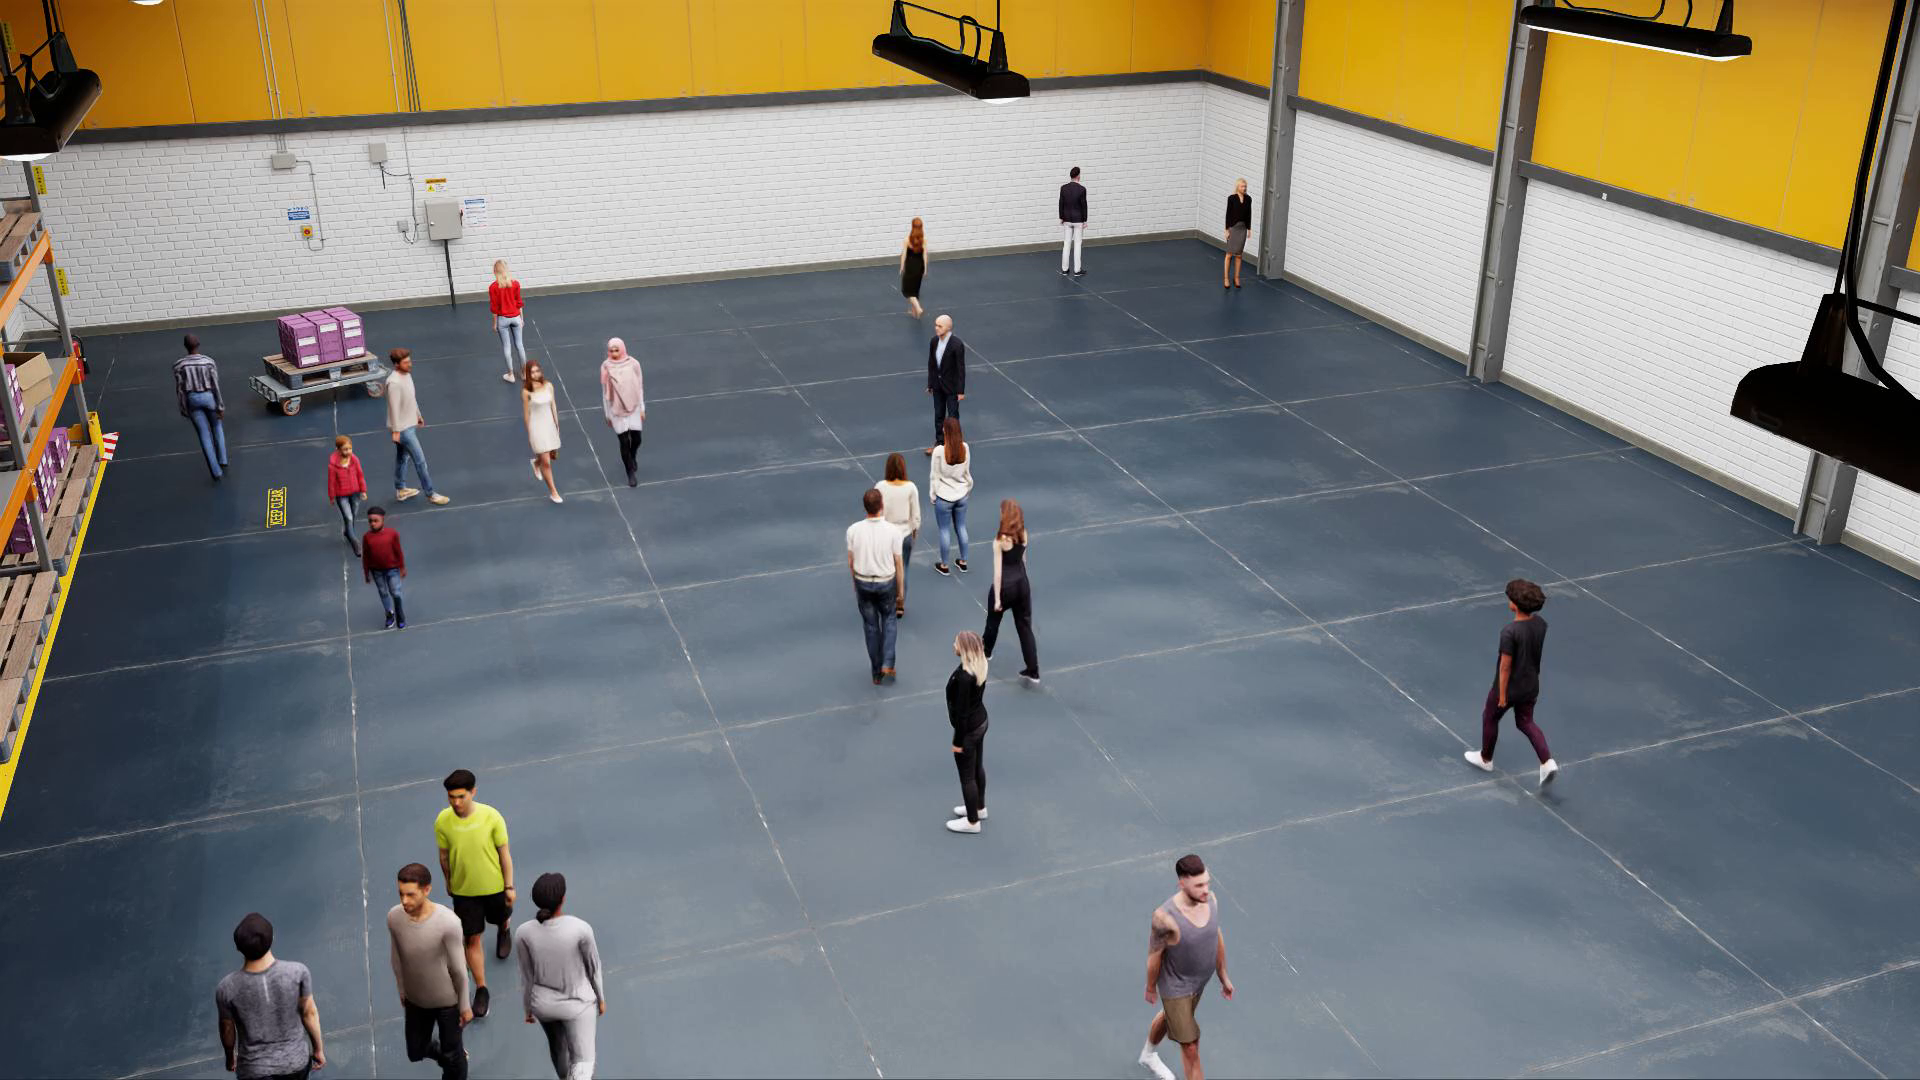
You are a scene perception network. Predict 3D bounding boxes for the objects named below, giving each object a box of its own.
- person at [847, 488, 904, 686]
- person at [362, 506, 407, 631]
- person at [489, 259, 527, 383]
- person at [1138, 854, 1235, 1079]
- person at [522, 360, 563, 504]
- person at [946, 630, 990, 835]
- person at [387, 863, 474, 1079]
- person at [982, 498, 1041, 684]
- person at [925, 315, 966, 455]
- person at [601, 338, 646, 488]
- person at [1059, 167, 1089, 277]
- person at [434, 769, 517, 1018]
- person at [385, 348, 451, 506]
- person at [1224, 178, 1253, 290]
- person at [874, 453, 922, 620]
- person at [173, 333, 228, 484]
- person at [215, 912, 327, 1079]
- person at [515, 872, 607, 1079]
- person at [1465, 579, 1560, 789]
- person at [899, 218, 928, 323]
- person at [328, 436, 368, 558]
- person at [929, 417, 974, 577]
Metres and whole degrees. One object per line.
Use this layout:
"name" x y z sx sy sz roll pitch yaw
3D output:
"person" -0.772 0.466 14.876 0.769 1.835 0.800 1 24 2
"person" -5.569 0.236 16.134 0.574 1.248 0.597 -3 24 -7
"person" -6.265 -3.044 23.068 0.661 1.706 0.582 -15 28 -31
"person" 1.302 2.639 10.137 0.885 1.799 1.220 -18 29 -35
"person" -4.821 -1.269 19.029 0.760 1.687 1.033 -19 30 -37
"person" 0.093 1.466 12.779 0.758 1.682 0.668 7 25 16
"person" -3.063 2.650 9.854 0.833 1.855 0.916 4 24 8
"person" 0.522 0.490 14.993 0.840 1.698 1.221 -17 29 -33
"person" -0.164 -1.883 20.296 0.712 1.797 0.835 17 29 34
"person" -3.940 -1.519 19.470 0.640 1.793 0.757 -7 25 -16
"person" 1.929 -5.448 28.398 0.714 1.841 0.784 12 26 25
"person" -3.180 2.225 11.055 0.748 1.672 1.146 -4 24 -9
"person" -6.358 -1.269 18.809 0.954 1.865 0.925 -5 24 -11
"person" 4.577 -5.082 27.560 0.618 1.841 0.564 -6 24 -13
"person" -0.642 -0.004 16.163 0.746 1.665 0.711 -1 24 -1
"person" -8.855 -1.511 19.478 0.701 1.772 0.895 -13 27 -27
"person" -3.783 2.943 9.195 0.799 1.845 1.214 -13 27 -27
"person" -2.344 2.774 9.748 0.941 1.713 1.173 2 24 6
"person" 4.535 1.170 13.365 0.710 1.756 1.071 -12 26 -26
"person" -0.698 -4.163 25.754 0.707 1.605 0.984 -13 27 -27
"person" -6.574 -0.503 17.788 0.754 1.278 0.983 -20 30 -38
"person" -0.089 -0.455 17.161 0.643 1.692 0.600 -13 27 -27
